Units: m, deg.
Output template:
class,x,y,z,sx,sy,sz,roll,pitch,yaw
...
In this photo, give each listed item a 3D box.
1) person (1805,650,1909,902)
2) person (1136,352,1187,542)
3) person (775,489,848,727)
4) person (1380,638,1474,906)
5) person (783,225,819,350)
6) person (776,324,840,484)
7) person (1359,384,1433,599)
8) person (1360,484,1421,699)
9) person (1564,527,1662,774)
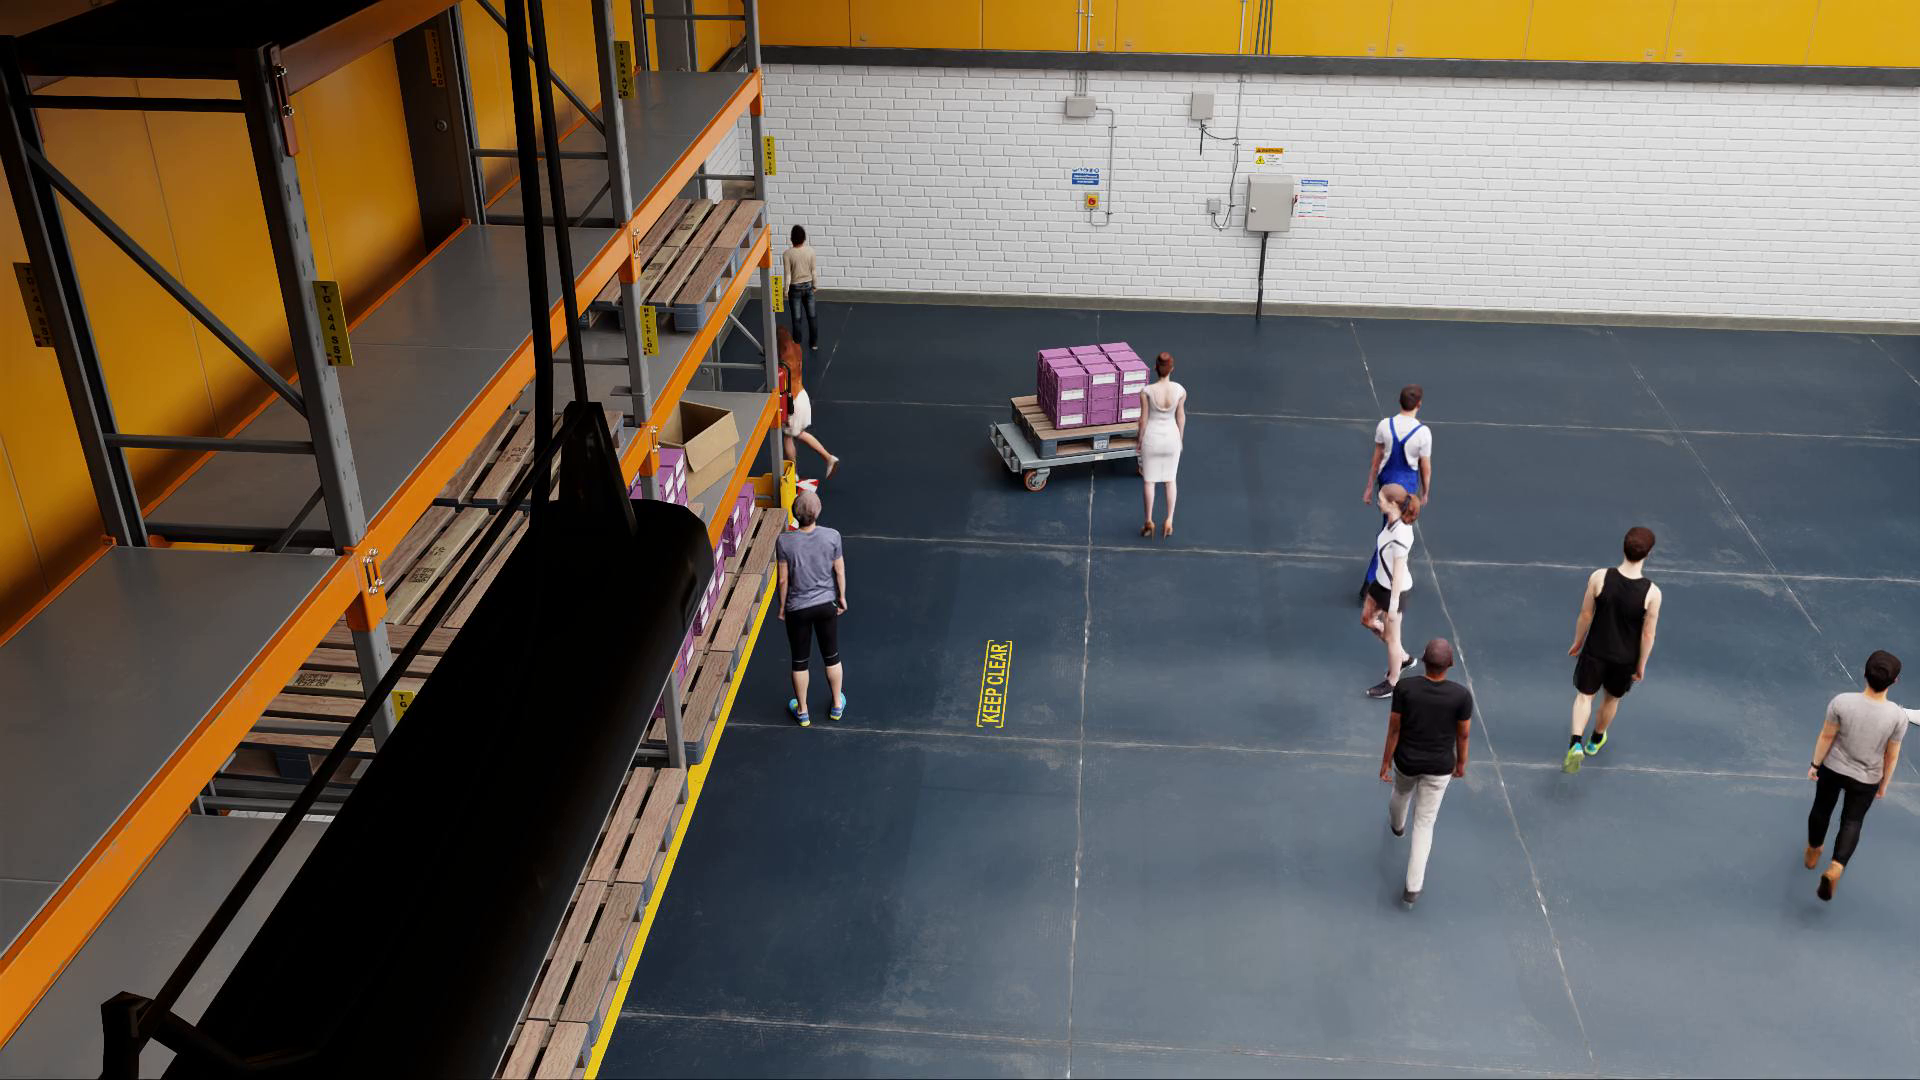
class,x,y,z,sx,sy,sz,roll,pitch,yaw
person,5.612,1.496,10.509,0.888,1.703,1.062,17,33,28
person,1.765,-0.832,14.684,0.603,1.793,0.527,-1,29,-2
person,-1.088,0.492,12.157,0.731,1.887,0.680,-7,29,-12
person,2.918,1.485,10.486,0.887,1.745,1.266,10,30,17
person,-1.785,-2.827,18.684,0.626,1.465,0.650,-13,31,-22
person,-1.488,-1.236,15.548,0.821,1.675,0.903,9,30,17
person,3.594,-0.363,13.822,1.093,1.795,1.363,19,34,30
person,3.325,0.376,12.532,0.737,1.733,0.634,-2,29,-3
person,4.514,0.805,11.598,0.958,1.875,1.157,16,32,27
